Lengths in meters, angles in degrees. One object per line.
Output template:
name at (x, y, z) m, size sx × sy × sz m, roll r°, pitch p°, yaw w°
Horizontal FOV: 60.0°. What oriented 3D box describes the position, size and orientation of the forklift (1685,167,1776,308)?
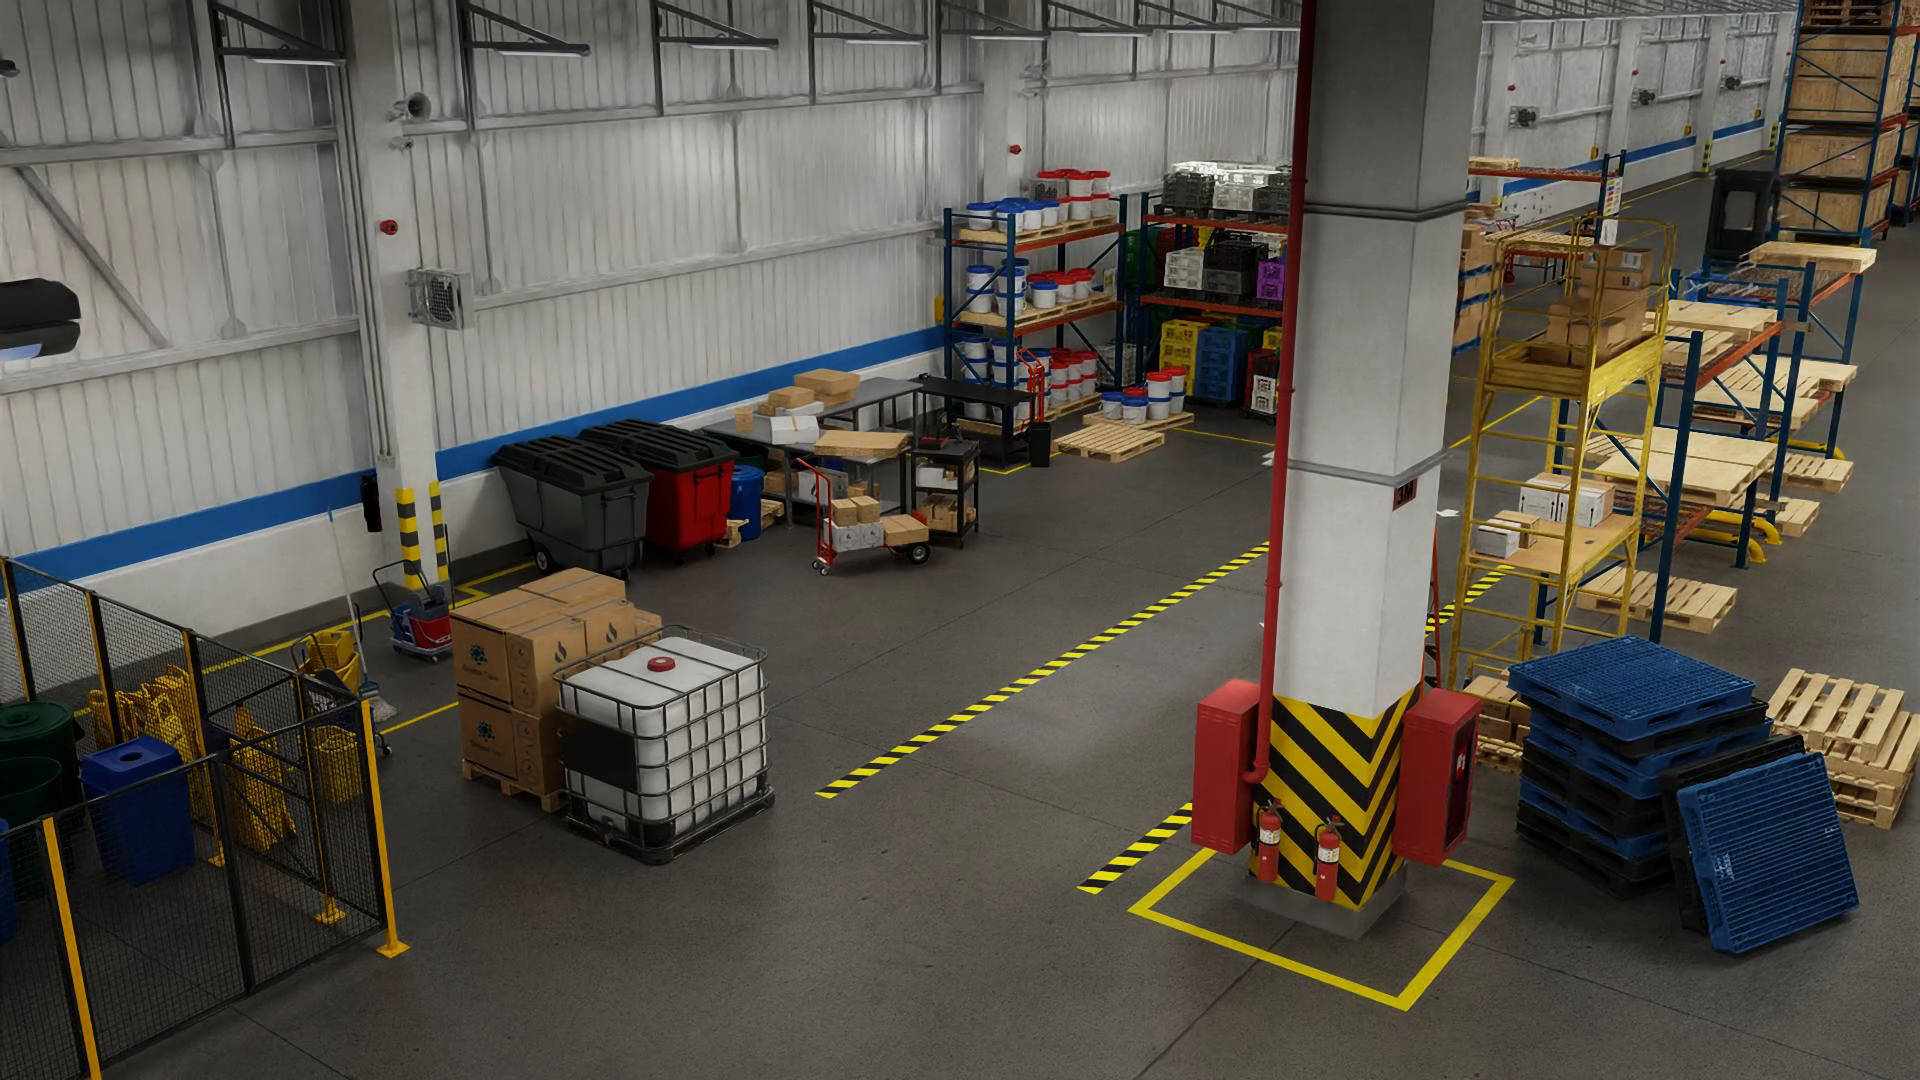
forklift at (13.644, -5.123, 29.299) m, size 1.129 × 2.768 × 1.873 m, roll 13°, pitch 22°, yaw 34°
